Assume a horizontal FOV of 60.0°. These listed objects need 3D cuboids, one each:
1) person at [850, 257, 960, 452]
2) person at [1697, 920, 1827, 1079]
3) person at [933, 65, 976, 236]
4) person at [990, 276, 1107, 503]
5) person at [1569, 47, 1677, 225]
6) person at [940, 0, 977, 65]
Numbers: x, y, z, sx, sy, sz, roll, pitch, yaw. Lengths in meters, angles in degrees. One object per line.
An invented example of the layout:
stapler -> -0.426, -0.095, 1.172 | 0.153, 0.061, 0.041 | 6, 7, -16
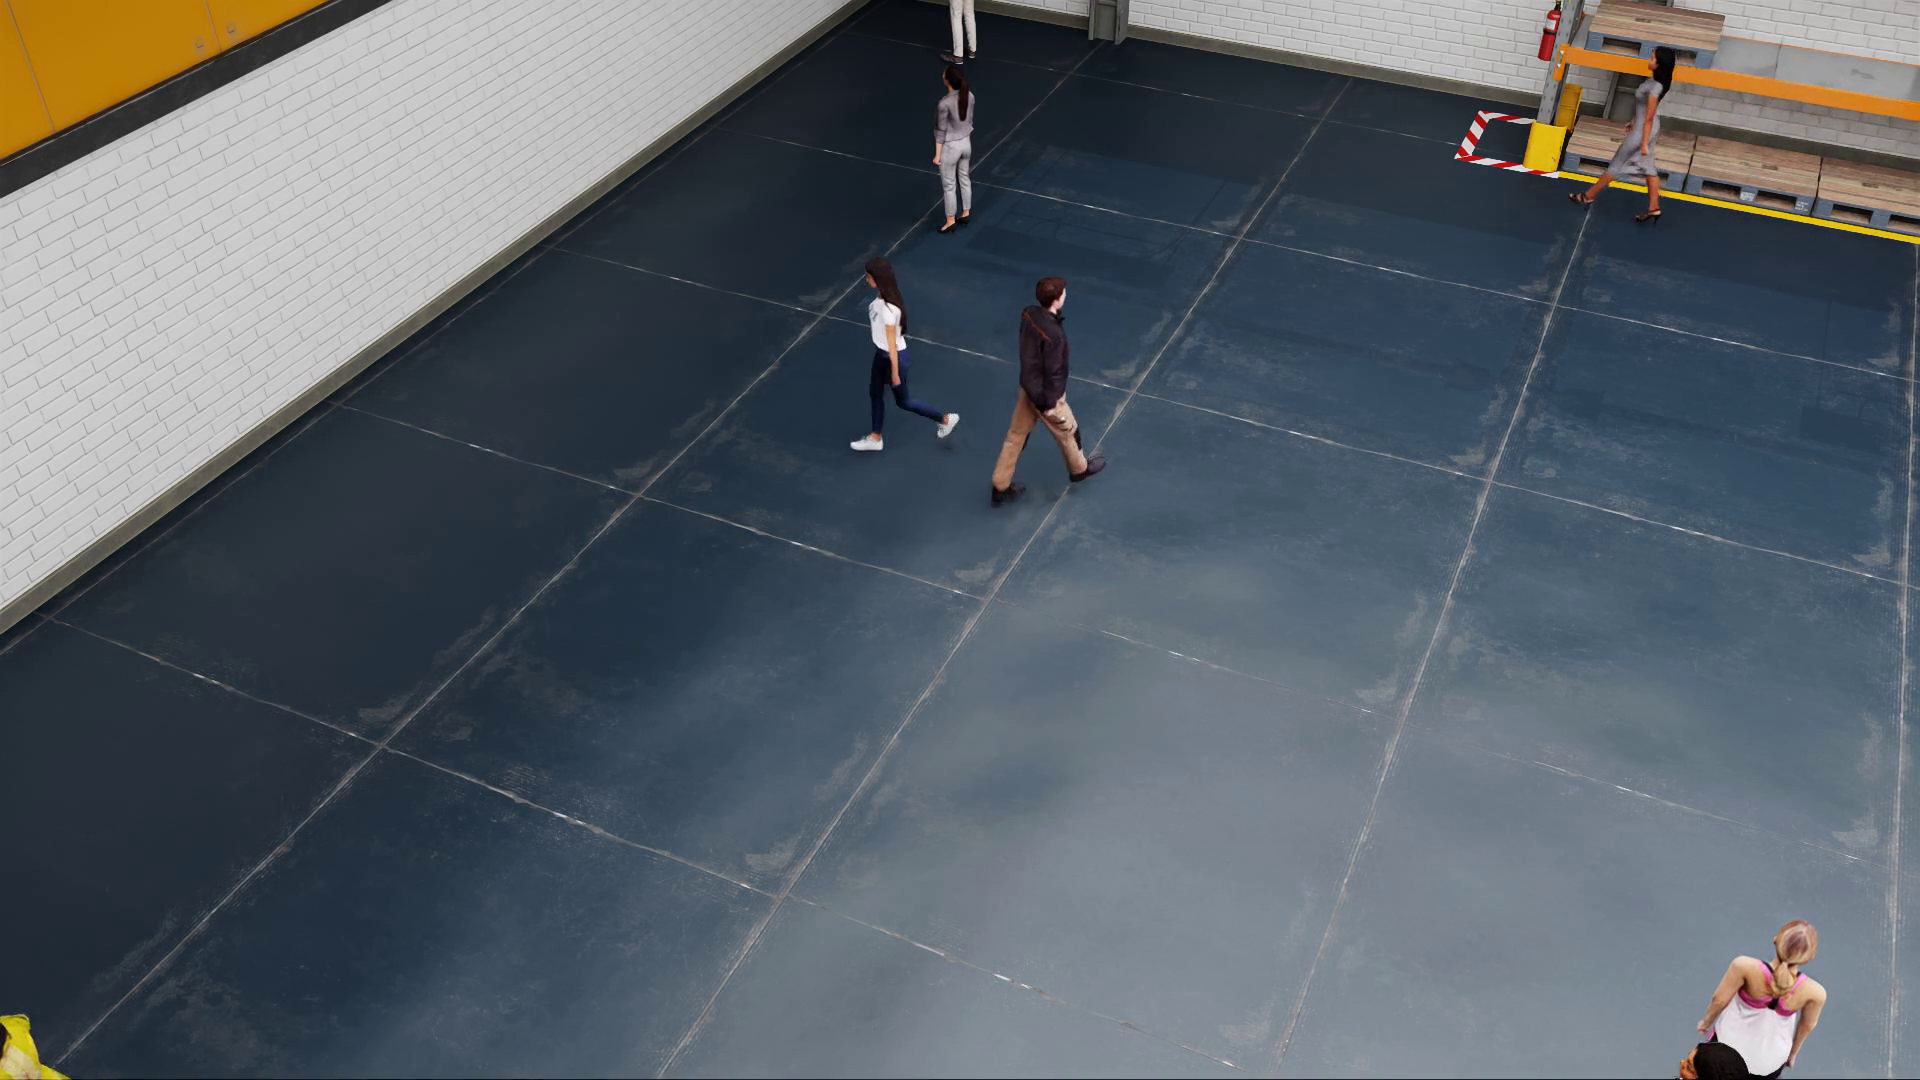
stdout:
person -> -0.430, -1.405, 12.916 | 1.200, 1.745, 1.069 | -7, 39, -9
person -> 3.808, 2.456, 8.046 | 0.445, 1.788, 0.654 | 16, 41, 19
person -> -0.053, -3.721, 15.870 | 0.698, 1.678, 0.700 | 32, 48, 33
person -> 0.530, -1.084, 12.406 | 1.193, 1.879, 1.268 | -21, 43, -24
person -> 6.649, -3.832, 15.961 | 1.145, 1.737, 0.726 | 24, 44, 27
person -> 0.014, -6.402, 19.125 | 0.688, 1.805, 0.730 | 29, 47, 31
